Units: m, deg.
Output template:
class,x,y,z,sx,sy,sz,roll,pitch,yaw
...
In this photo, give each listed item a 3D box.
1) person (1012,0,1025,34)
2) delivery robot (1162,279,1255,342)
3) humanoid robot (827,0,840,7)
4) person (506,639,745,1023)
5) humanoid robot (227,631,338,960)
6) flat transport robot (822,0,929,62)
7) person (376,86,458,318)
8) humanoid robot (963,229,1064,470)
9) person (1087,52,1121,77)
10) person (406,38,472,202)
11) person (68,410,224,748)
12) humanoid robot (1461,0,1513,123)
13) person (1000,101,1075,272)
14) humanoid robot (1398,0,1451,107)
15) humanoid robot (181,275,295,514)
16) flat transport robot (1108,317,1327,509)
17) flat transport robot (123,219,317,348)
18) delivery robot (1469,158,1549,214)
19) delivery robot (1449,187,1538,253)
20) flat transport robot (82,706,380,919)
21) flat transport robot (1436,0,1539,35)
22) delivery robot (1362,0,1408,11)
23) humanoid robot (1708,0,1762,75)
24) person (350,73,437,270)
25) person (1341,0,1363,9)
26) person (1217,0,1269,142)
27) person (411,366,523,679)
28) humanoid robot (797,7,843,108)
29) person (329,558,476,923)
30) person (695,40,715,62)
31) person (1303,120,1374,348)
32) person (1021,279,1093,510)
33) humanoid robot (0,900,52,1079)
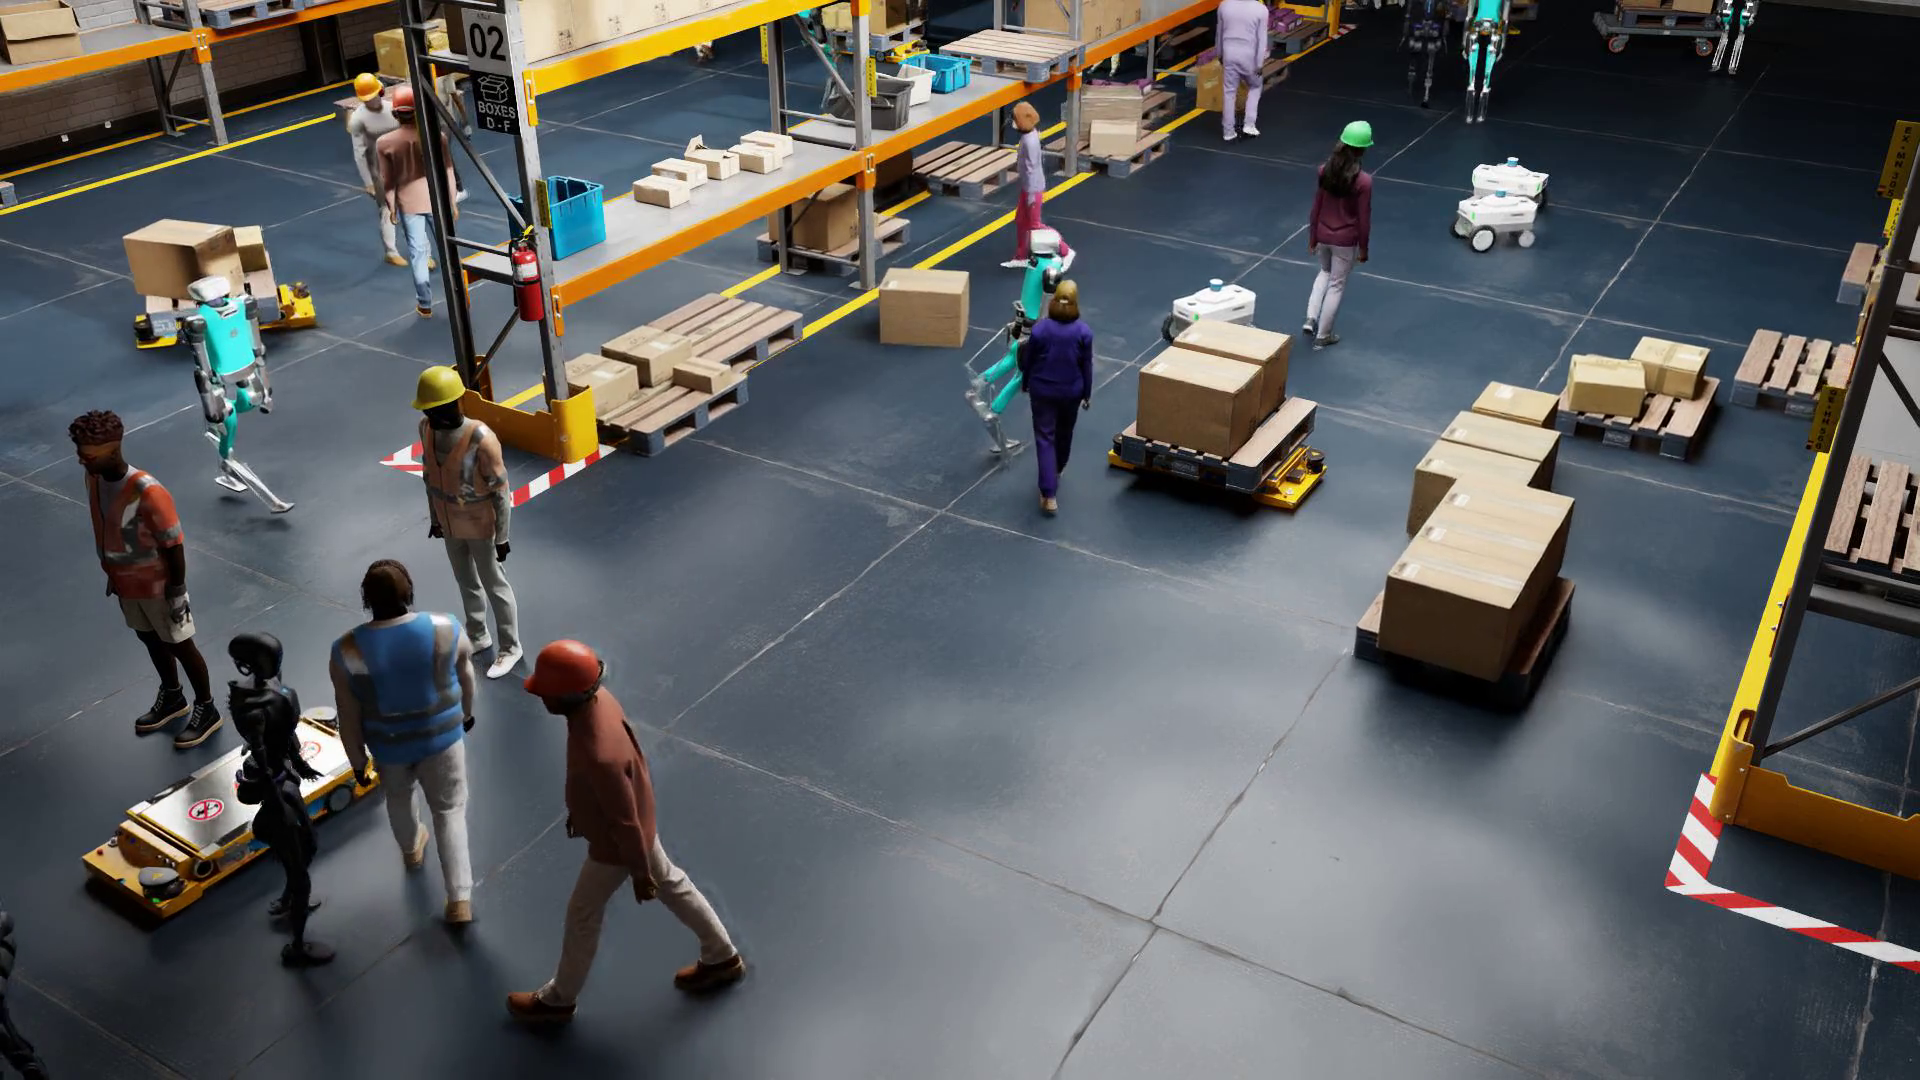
class,x,y,z,sx,sy,sz,roll,pitch,yaw
person,0.985,-7.162,22.039,0.561,1.829,0.677,15,33,24
delivery robot,2.113,-1.879,13.994,0.803,0.614,0.499,-19,34,-30
humanoid robot,-1.931,-8.540,24.615,0.600,1.640,0.348,15,33,24
person,-1.463,1.235,7.072,1.055,1.934,0.590,-5,30,-8
humanoid robot,-3.111,1.128,7.519,0.394,1.638,0.588,-7,30,-12
flat transport robot,-1.198,-6.841,23.043,1.431,0.231,0.659,16,33,27
person,-4.629,-2.894,14.310,0.610,1.994,0.391,-10,31,-16
humanoid robot,0.314,-1.292,11.788,0.811,1.819,0.541,-5,30,-9
person,1.938,-6.976,21.774,0.574,1.747,0.335,16,33,27
person,-5.305,-4.172,16.753,0.636,1.807,0.981,8,30,14
person,-4.346,0.207,8.853,0.613,1.963,0.361,16,33,27
humanoid robot,6.190,-5.808,19.707,0.530,1.785,0.635,10,31,16
person,0.722,-3.231,15.309,0.685,1.615,0.530,1,29,1
humanoid robot,5.740,-6.202,20.530,0.601,1.637,0.751,5,30,9
humanoid robot,-4.981,-0.976,11.201,1.046,1.748,0.550,16,33,26
flat transport robot,1.852,-0.590,11.985,1.431,0.231,0.659,16,33,27
flat transport robot,-6.359,-1.950,14.392,1.431,0.231,0.659,-12,32,-20
delivery robot,5.622,-3.624,17.034,0.739,0.566,0.499,16,33,27
delivery robot,5.196,-3.118,16.180,0.801,0.607,0.499,-5,30,-9
flat transport robot,-3.657,1.357,8.540,0.659,0.231,1.431,18,34,29
flat transport robot,7.678,-7.684,24.535,0.659,0.231,1.431,-3,30,-5
delivery robot,6.563,-8.485,25.678,0.499,0.611,0.812,-10,31,-17
humanoid robot,10.112,-6.917,21.552,0.533,1.675,0.735,16,33,27
person,-5.198,-3.365,15.294,0.630,1.850,0.782,-26,38,-37
person,6.052,-9.042,25.428,0.341,1.749,0.569,-9,31,-16
person,3.257,-5.555,19.120,0.656,1.888,0.599,16,33,25
person,-2.802,-0.100,9.437,0.594,1.923,0.370,16,33,27
humanoid robot,-1.665,-6.191,20.433,0.900,1.777,0.552,-17,34,-28
person,-2.536,0.942,7.741,0.626,1.794,0.882,-8,31,-14
person,-3.499,-7.406,22.369,0.626,1.925,0.441,7,30,13
person,3.119,-2.487,13.655,0.502,1.934,0.486,26,38,38
person,0.666,-1.024,11.400,0.466,1.582,0.801,-3,30,-5
humanoid robot,-3.922,1.679,6.549,0.531,1.640,0.612,-8,30,-13
